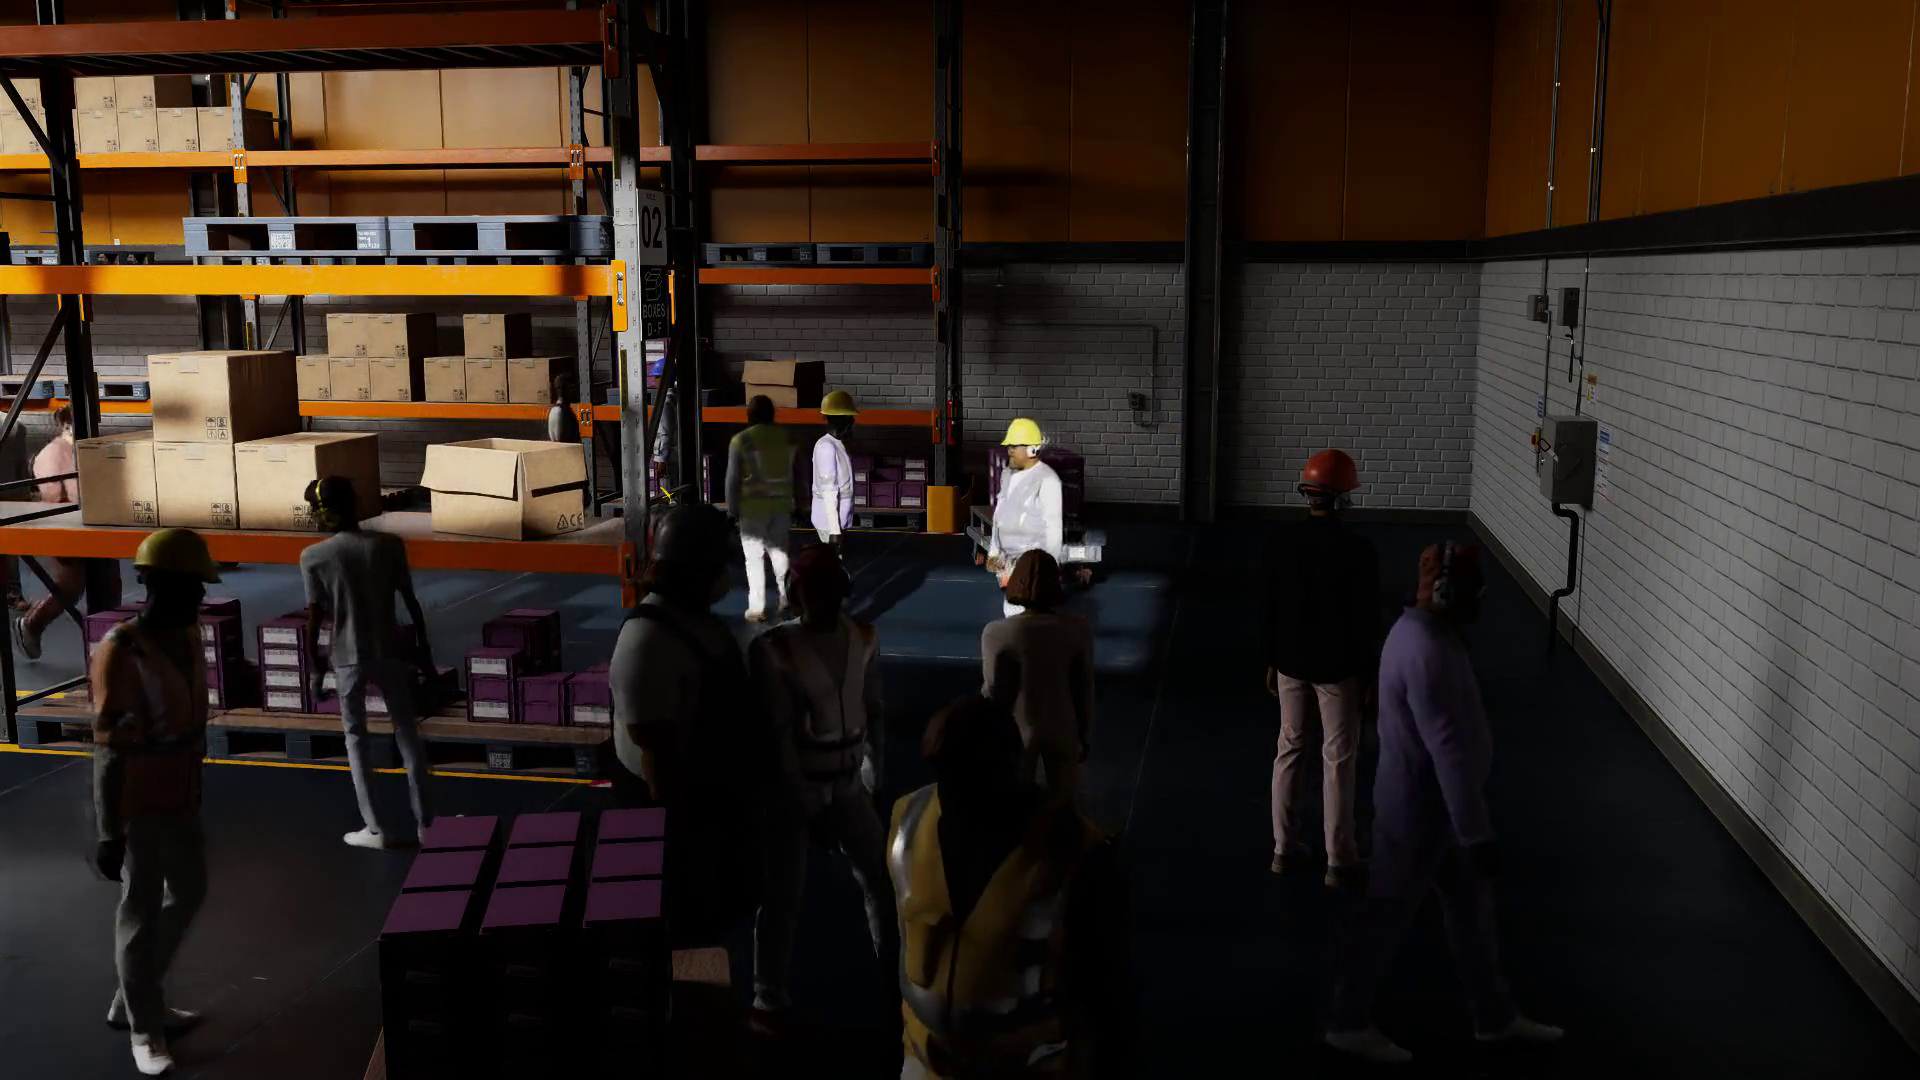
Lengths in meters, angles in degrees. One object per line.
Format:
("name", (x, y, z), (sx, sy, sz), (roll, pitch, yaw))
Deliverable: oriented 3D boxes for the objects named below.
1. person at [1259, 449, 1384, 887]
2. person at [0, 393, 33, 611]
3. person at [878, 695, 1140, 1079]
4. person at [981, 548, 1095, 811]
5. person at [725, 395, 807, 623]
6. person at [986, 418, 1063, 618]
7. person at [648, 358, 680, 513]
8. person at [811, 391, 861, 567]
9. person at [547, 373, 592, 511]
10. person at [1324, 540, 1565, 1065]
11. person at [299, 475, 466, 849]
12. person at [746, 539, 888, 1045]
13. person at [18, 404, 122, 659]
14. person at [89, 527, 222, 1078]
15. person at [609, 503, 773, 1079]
("person", (1.661, 0.580, 7.625), (0.611, 1.996, 0.379), (8, 12, 41))
("person", (-7.893, -0.349, 13.565), (0.355, 1.938, 0.637), (7, 11, 36))
("person", (0.105, 1.257, 3.962), (0.729, 1.817, 0.455), (4, 10, 26))
("person", (0.328, 0.848, 7.080), (0.498, 1.634, 0.278), (-2, 9, -11))
("person", (-1.549, -0.244, 13.277), (0.672, 1.821, 0.439), (-5, 10, -29))
("person", (0.418, 0.083, 11.255), (0.431, 1.815, 0.606), (-4, 10, -25))
("person", (-2.876, -0.825, 16.488), (0.388, 1.947, 0.611), (0, 9, 3))
("person", (-0.911, -0.139, 12.293), (0.371, 1.929, 0.585), (0, 9, -1))
("person", (-3.791, -0.711, 16.149), (0.405, 1.827, 0.534), (-1, 9, -4))
("person", (1.735, 0.939, 5.799), (0.924, 1.871, 0.660), (3, 10, 17))
("person", (-2.803, 0.594, 8.066), (0.685, 1.829, 0.439), (-5, 10, -27))
("person", (-0.406, 0.920, 5.966), (0.722, 1.861, 0.684), (9, 13, 43))
("person", (-6.296, -0.040, 11.824), (0.789, 1.882, 0.646), (2, 9, 13))
("person", (-2.867, 0.917, 5.853), (0.456, 1.903, 0.767), (1, 9, 6))
("person", (-0.909, 0.864, 5.721), (0.536, 2.000, 0.695), (2, 9, 12))
